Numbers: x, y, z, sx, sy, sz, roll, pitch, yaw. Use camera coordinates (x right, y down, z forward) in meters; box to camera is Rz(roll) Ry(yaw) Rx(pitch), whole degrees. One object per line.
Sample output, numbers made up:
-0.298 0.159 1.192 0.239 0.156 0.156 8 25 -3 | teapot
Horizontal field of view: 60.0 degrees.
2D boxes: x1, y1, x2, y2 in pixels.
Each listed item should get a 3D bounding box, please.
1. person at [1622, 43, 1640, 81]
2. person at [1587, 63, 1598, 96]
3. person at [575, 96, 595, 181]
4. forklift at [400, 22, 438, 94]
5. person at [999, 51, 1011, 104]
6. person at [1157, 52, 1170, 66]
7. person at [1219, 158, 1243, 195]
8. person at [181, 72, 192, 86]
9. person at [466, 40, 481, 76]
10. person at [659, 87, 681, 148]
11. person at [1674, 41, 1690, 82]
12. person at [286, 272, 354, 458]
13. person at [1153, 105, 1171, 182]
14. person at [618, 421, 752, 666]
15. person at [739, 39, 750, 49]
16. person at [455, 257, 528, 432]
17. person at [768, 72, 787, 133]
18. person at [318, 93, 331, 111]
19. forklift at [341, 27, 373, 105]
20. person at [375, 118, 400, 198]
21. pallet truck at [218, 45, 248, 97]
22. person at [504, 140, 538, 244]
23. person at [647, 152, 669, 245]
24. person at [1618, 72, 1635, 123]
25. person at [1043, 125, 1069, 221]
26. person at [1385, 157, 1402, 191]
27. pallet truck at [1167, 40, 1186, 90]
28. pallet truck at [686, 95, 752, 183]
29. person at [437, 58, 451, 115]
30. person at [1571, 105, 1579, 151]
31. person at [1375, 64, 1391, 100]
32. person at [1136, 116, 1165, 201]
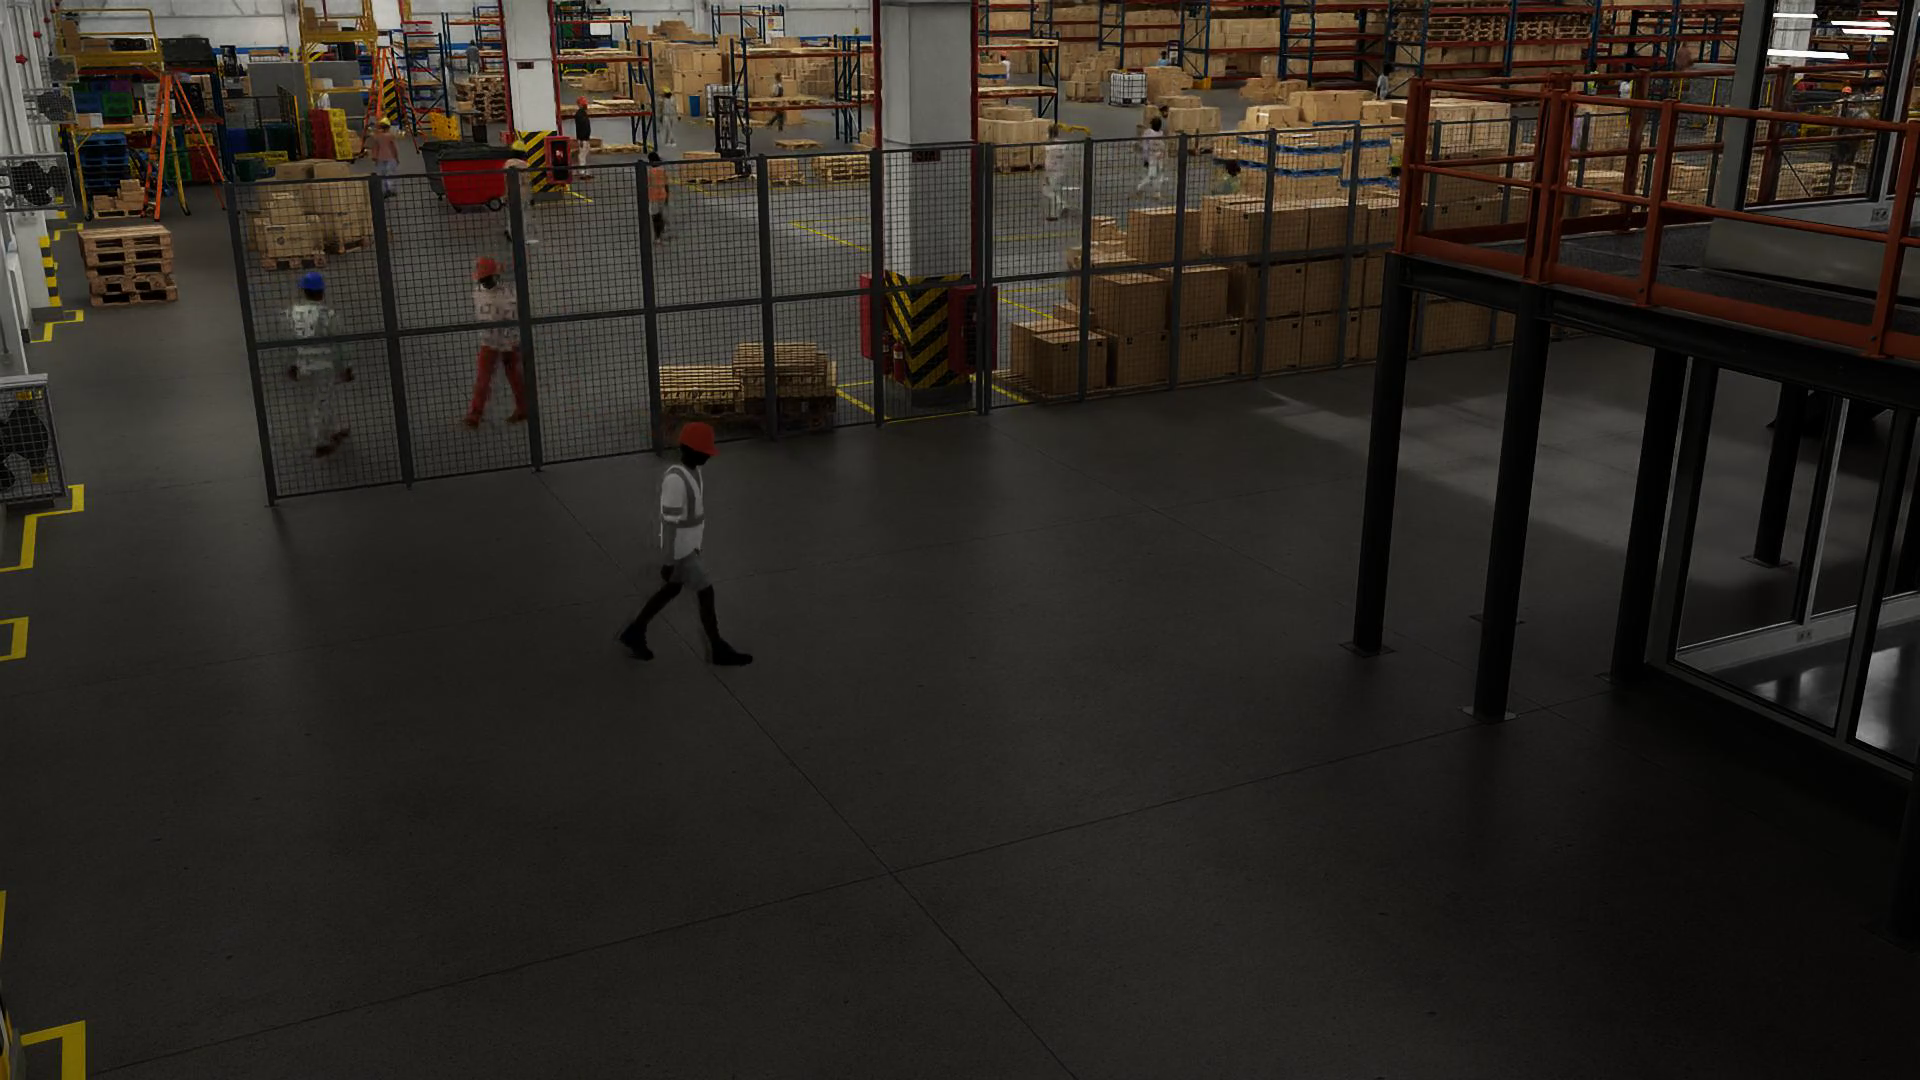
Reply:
28.348 -20.056 70.251 0.660 1.922 0.546 4 19 10 | person
22.448 -16.079 59.073 0.319 1.694 0.532 -2 19 -6 | person
-9.034 -9.664 40.020 0.396 1.992 0.623 1 19 4 | person
-21.656 -19.175 66.256 1.129 2.768 1.873 -1 19 -2 | forklift
1.599 -17.319 62.333 0.558 1.907 0.735 -12 23 -32 | person
8.287 -18.887 67.252 0.547 1.655 0.828 -9 21 -24 | person
4.675 -5.729 28.916 0.926 1.804 0.623 6 20 16 | person
-26.753 -15.593 57.365 0.837 1.909 0.557 -3 19 -8 | person
-20.981 -20.606 71.825 0.630 1.940 0.372 7 20 20 | person
-8.285 -12.039 47.370 0.500 1.685 0.936 -15 24 -36 | person
31.366 -20.710 72.252 0.663 1.864 0.988 0 19 -1 | person
-6.685 -1.883 17.587 0.657 1.909 0.888 6 20 17 | person
4.819 -9.461 39.677 0.499 1.829 0.544 17 25 41 | person
-2.082 0.032 12.123 0.992 1.868 0.617 1 19 2 | person
-9.502 -21.127 73.365 0.587 1.920 0.391 13 23 33 | person
-5.156 -2.136 18.282 0.628 1.933 1.030 10 21 26 | person
-5.690 -13.553 51.543 0.611 1.833 0.512 7 20 19 | person
-17.858 -11.929 46.755 0.355 1.884 0.576 -8 20 -21 | person
-22.275 -17.346 60.954 1.873 2.768 1.129 -9 21 -25 | forklift
-12.744 -8.503 37.034 0.557 1.748 0.425 2 19 5 | person
-28.879 -18.665 66.111 0.823 1.965 1.885 -3 19 -9 | pallet truck
-8.139 -6.388 30.657 0.598 1.908 0.632 10 21 27 | person
-5.709 -6.345 30.869 0.547 1.679 0.569 -16 25 -39 | person
21.732 -14.394 54.205 0.708 1.675 0.541 -12 22 -30 | person
1.937 -7.343 33.408 0.565 1.928 0.639 12 22 31 | person
7.342 -5.610 28.448 0.971 1.879 0.593 8 21 22 | person
9.045 -19.971 69.895 0.823 1.965 1.885 -3 19 -8 | pallet truck
-5.836 -9.608 39.856 0.823 1.965 1.885 10 22 27 | pallet truck
-17.907 -15.690 57.597 0.437 1.923 0.635 2 19 4 | person
13.978 -9.114 38.393 0.464 2.020 0.618 11 22 30 | person
13.735 -14.471 54.041 0.451 1.943 0.624 10 21 26 | person
4.242 -8.382 36.555 0.640 1.829 0.609 -17 25 -41 | person
